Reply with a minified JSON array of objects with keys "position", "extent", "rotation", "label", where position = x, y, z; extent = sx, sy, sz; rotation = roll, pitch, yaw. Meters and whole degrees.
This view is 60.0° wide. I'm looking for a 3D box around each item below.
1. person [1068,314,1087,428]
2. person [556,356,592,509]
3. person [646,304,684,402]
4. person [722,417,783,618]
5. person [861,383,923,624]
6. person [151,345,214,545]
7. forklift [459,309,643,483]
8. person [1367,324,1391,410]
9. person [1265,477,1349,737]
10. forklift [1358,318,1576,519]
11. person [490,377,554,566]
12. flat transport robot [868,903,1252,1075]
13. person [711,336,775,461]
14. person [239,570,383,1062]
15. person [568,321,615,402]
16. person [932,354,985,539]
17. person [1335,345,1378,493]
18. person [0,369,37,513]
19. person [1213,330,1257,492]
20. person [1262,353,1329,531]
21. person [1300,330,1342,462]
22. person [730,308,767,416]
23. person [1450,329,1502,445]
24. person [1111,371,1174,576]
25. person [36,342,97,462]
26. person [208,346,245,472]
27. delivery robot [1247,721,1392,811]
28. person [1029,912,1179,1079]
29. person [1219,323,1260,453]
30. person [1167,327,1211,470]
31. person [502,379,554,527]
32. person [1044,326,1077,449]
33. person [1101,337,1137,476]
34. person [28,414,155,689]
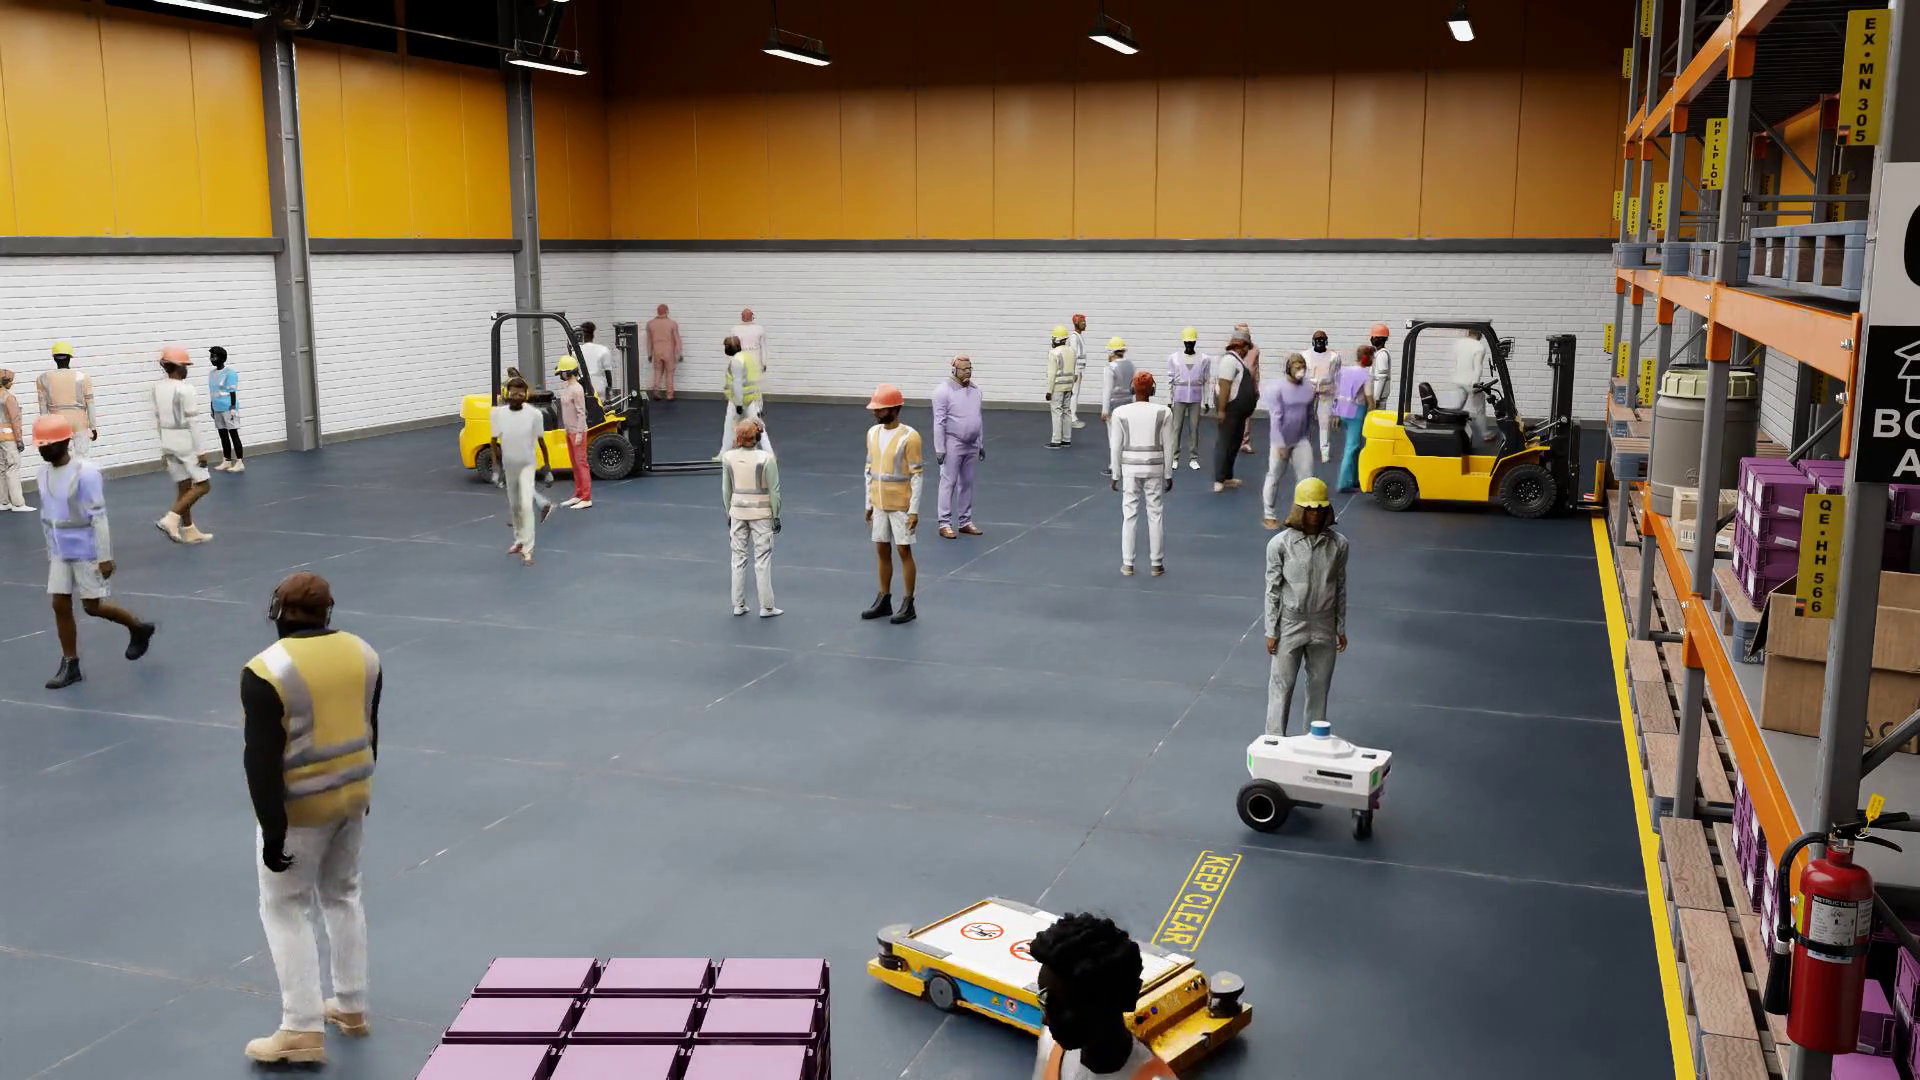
[{"position":[1.944,-2.815,27.720],"extent":[0.356,1.881,0.575],"rotation":[2,10,11],"label":"person"},{"position":[-4.461,-1.236,19.169],"extent":[0.330,1.762,0.528],"rotation":[-5,11,-27],"label":"person"},{"position":[-5.721,-3.618,32.192],"extent":[0.683,1.905,0.400],"rotation":[3,10,14],"label":"person"},{"position":[-1.692,-0.175,13.540],"extent":[0.514,1.639,0.307],"rotation":[4,11,20],"label":"person"},{"position":[-0.558,-0.292,13.364],"extent":[0.548,1.934,0.374],"rotation":[8,13,38],"label":"person"},{"position":[-7.820,-0.926,16.654],"extent":[0.637,2.031,0.587],"rotation":[6,12,30],"label":"person"},{"position":[-5.354,-1.902,21.697],"extent":[2.313,2.155,1.214],"rotation":[-2,10,-13],"label":"forklift"},{"position":[5.820,-2.040,23.188],"extent":[0.350,1.942,0.545],"rotation":[2,10,11],"label":"person"},{"position":[1.961,0.509,9.391],"extent":[0.494,1.743,0.304],"rotation":[-2,10,-11],"label":"person"},{"position":[5.787,-1.437,19.079],"extent":[2.313,2.155,1.214],"rotation":[3,11,19],"label":"forklift"},{"position":[-4.220,-0.689,16.057],"extent":[0.543,1.796,0.909],"rotation":[0,10,0],"label":"person"},{"position":[0.373,1.739,6.611],"extent":[1.431,0.197,0.652],"rotation":[8,13,40],"label":"flat transport robot"},{"position":[-3.021,-1.953,23.189],"extent":[0.949,1.797,0.633],"rotation":[2,10,12],"label":"person"},{"position":[-2.462,1.023,6.341],"extent":[0.465,1.804,0.679],"rotation":[5,11,26],"label":"person"},{"position":[-5.305,-2.168,23.909],"extent":[0.666,1.938,0.472],"rotation":[-1,10,-6],"label":"person"},{"position":[0.016,-0.974,17.285],"extent":[0.650,1.906,0.401],"rotation":[-9,13,-41],"label":"person"},{"position":[4.920,-1.469,20.331],"extent":[0.712,1.819,0.604],"rotation":[-4,11,-20],"label":"person"},{"position":[-10.817,-1.124,18.880],"extent":[0.513,1.640,0.309],"rotation":[6,12,29],"label":"person"},{"position":[3.391,-1.624,20.567],"extent":[0.533,2.000,0.846],"rotation":[4,11,20],"label":"person"},{"position":[3.512,-0.994,17.417],"extent":[0.630,1.893,1.009],"rotation":[-4,11,-21],"label":"person"},{"position":[5.007,-2.006,23.279],"extent":[0.627,1.844,0.429],"rotation":[2,10,10],"label":"person"},{"position":[-3.740,-3.144,29.503],"extent":[0.643,1.908,0.411],"rotation":[0,10,-2],"label":"person"},{"position":[7.697,-2.335,25.044],"extent":[1.051,1.877,0.639],"rotation":[-5,11,-25],"label":"person"},{"position":[1.673,-0.604,15.265],"extent":[0.572,1.883,0.354],"rotation":[1,10,7],"label":"person"},{"position":[-10.307,-1.329,19.242],"extent":[0.585,1.922,0.372],"rotation":[-4,11,-20],"label":"person"},{"position":[-9.852,-1.752,22.277],"extent":[0.537,1.690,0.320],"rotation":[6,12,31],"label":"person"},{"position":[1.871,1.187,8.654],"extent":[0.707,0.478,0.477],"rotation":[5,11,27],"label":"delivery robot"},{"position":[0.295,1.594,3.467],"extent":[0.747,1.652,0.642],"rotation":[-6,12,-32],"label":"person"},{"position":[4.072,-2.198,24.178],"extent":[0.651,1.906,0.409],"rotation":[-3,10,-16],"label":"person"},{"position":[3.089,-1.909,22.491],"extent":[0.589,1.928,0.385],"rotation":[0,10,2],"label":"person"},{"position":[-4.627,-0.916,17.766],"extent":[0.520,1.617,0.511],"rotation":[2,10,13],"label":"person"},{"position":[1.482,-2.274,24.800],"extent":[0.404,1.836,0.600],"rotation":[9,13,40],"label":"person"},{"position":[2.068,-1.754,21.929],"extent":[0.619,1.821,0.421],"rotation":[-10,14,-43],"label":"person"},{"position":[-6.060,0.045,11.564],"extent":[0.570,1.904,0.751],"rotation":[4,11,21],"label":"person"}]
